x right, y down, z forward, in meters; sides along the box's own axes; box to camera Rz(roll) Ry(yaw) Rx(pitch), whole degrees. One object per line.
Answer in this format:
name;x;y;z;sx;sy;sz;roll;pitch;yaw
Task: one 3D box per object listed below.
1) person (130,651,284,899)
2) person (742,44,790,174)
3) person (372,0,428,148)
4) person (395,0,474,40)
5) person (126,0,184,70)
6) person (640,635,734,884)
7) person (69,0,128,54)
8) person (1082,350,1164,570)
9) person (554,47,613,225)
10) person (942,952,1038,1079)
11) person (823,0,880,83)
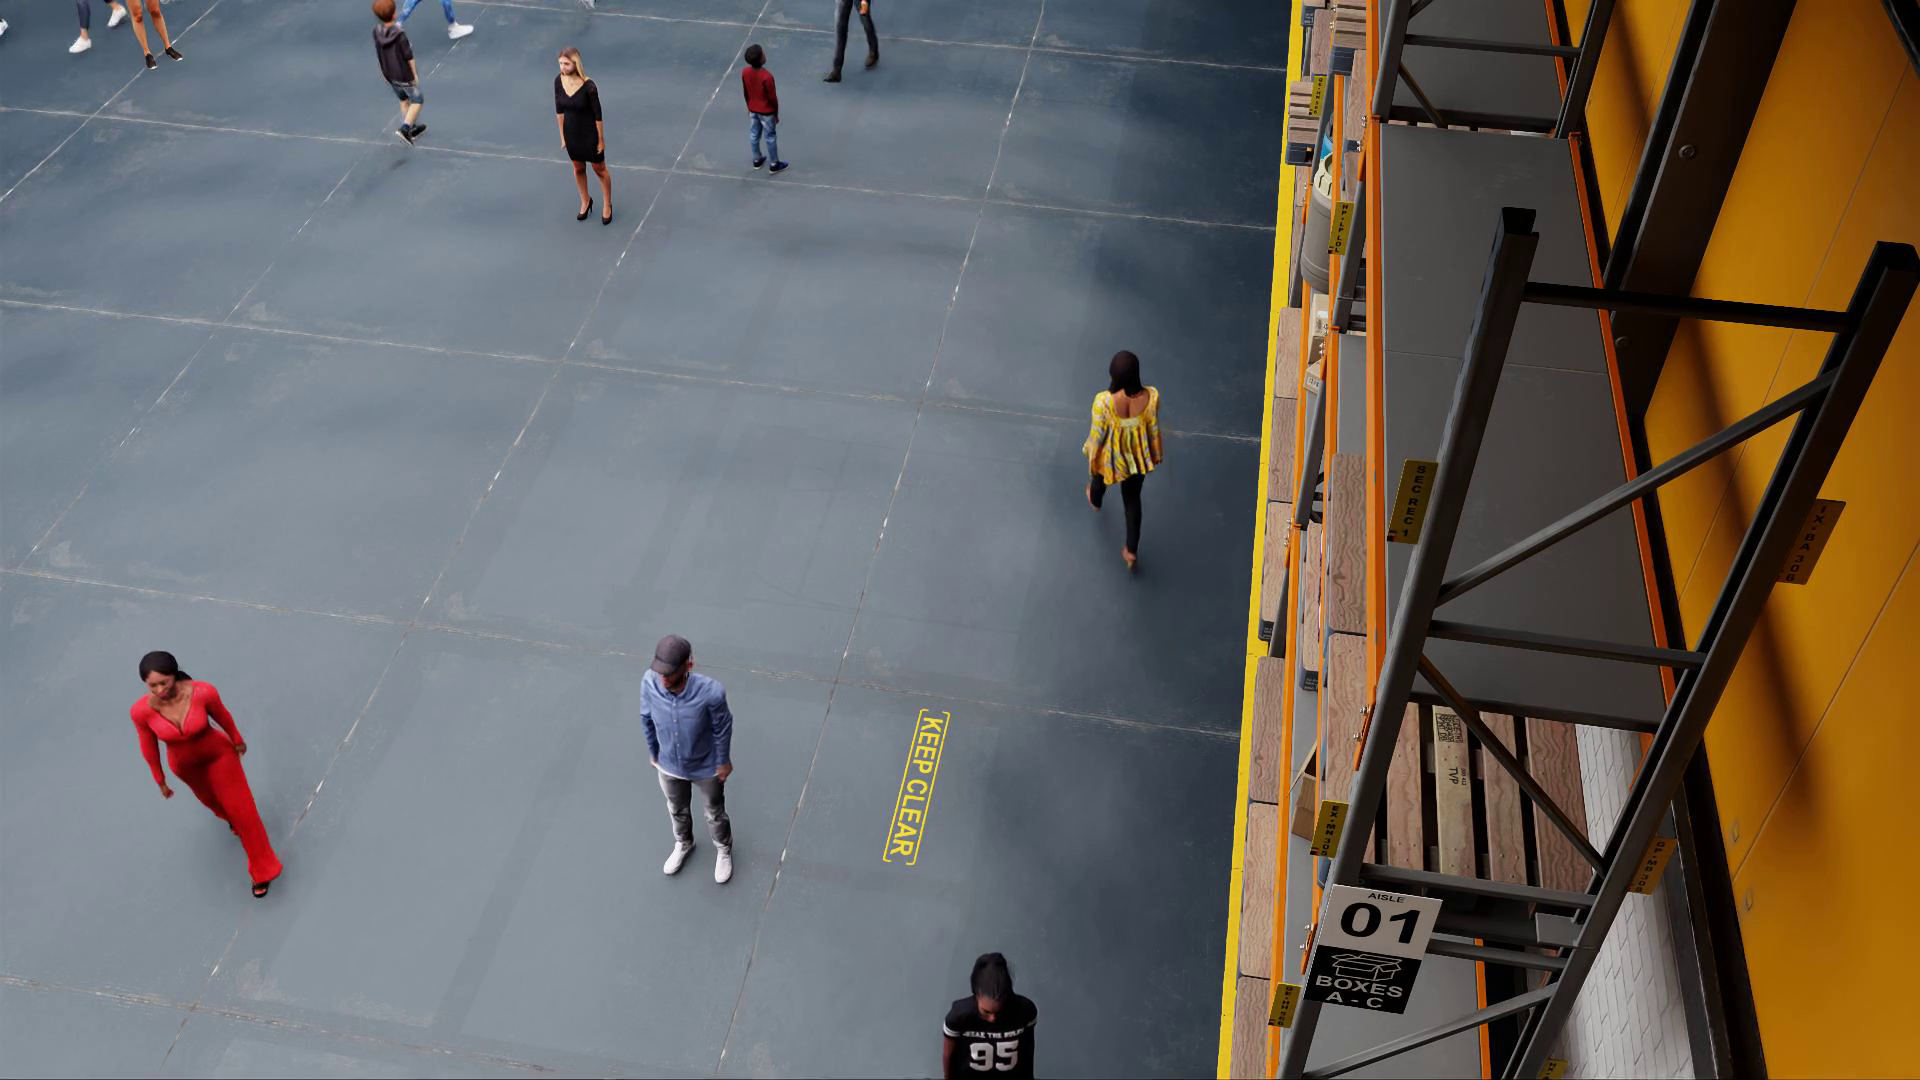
person;-4.341;1.209;9.547;1.022;1.734;1.228;-15;46;-15
person;-1.829;-3.982;15.334;0.568;1.256;0.584;22;48;22
person;-5.282;-4.356;15.597;0.603;1.436;0.796;13;45;13
person;-5.560;-5.844;16.932;1.155;1.759;1.049;-29;51;-27
person;-8.306;-5.699;16.710;0.671;1.845;0.752;-30;51;-28
person;-1.532;1.226;9.409;0.646;1.888;0.545;8;44;8
person;-9.070;-6.035;17.121;0.805;1.765;1.212;16;46;17
person;1.129;-0.511;11.437;0.954;1.606;1.196;-7;44;-8
person;-3.295;-3.538;14.565;0.572;1.675;0.494;11;45;12
person;0.137;2.585;8.089;0.688;1.743;0.684;-7;44;-8
person;-0.998;-5.453;16.533;0.931;1.732;1.213;22;48;22
